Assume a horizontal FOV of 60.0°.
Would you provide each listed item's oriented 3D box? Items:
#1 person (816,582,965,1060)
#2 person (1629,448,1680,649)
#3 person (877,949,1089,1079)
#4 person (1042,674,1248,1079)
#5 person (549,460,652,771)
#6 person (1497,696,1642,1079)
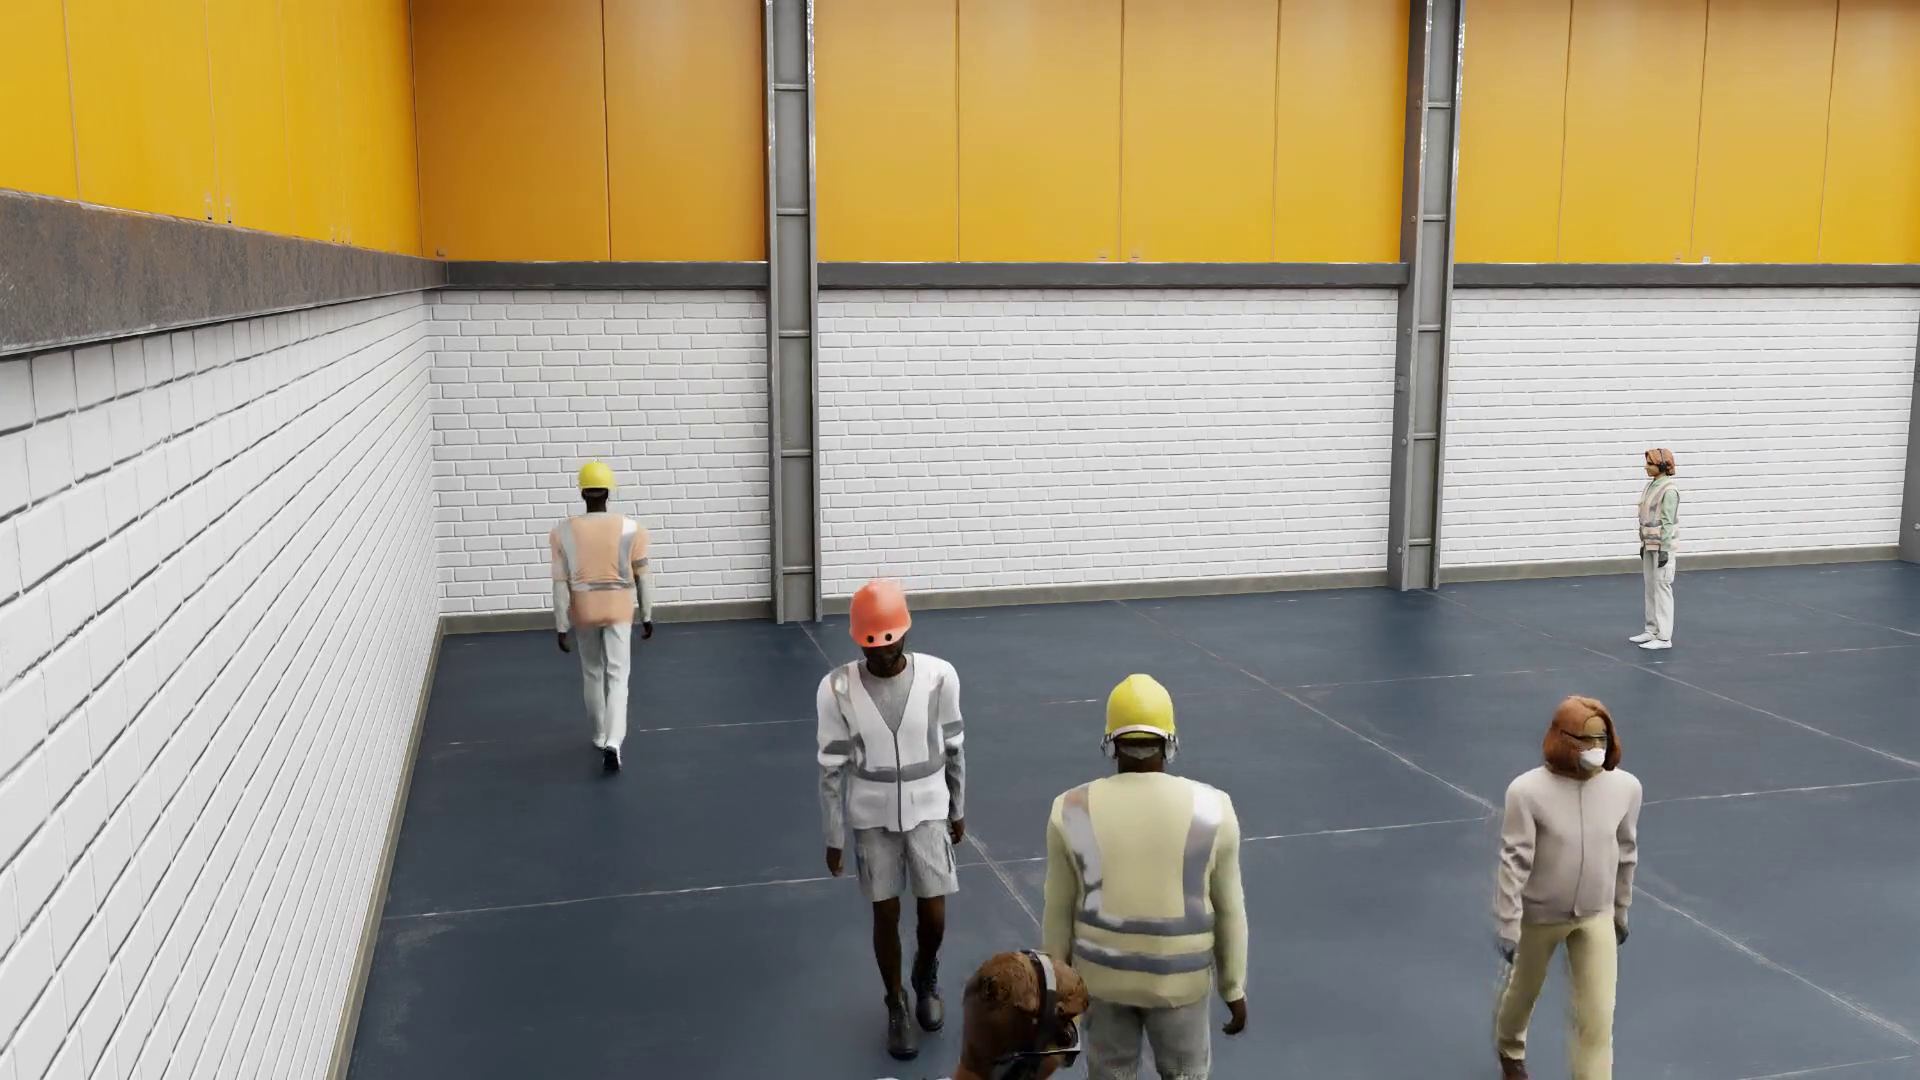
[{"bbox_3d":[-0.255,1.074,6.332,0.576,1.904,0.519,-1,9,-5],"label":"person"},{"bbox_3d":[5.646,0.070,13.468,0.314,1.629,0.509,0,9,1],"label":"person"},{"bbox_3d":[0.006,1.644,3.085,0.618,1.817,0.388,4,10,23],"label":"person"},{"bbox_3d":[0.554,1.324,5.051,0.627,1.815,0.560,1,9,9],"label":"person"},{"bbox_3d":[-2.216,0.452,10.282,0.596,1.897,0.927,-1,9,-9],"label":"person"},{"bbox_3d":[2.121,1.314,5.827,0.513,1.585,0.881,0,9,-2],"label":"person"}]
